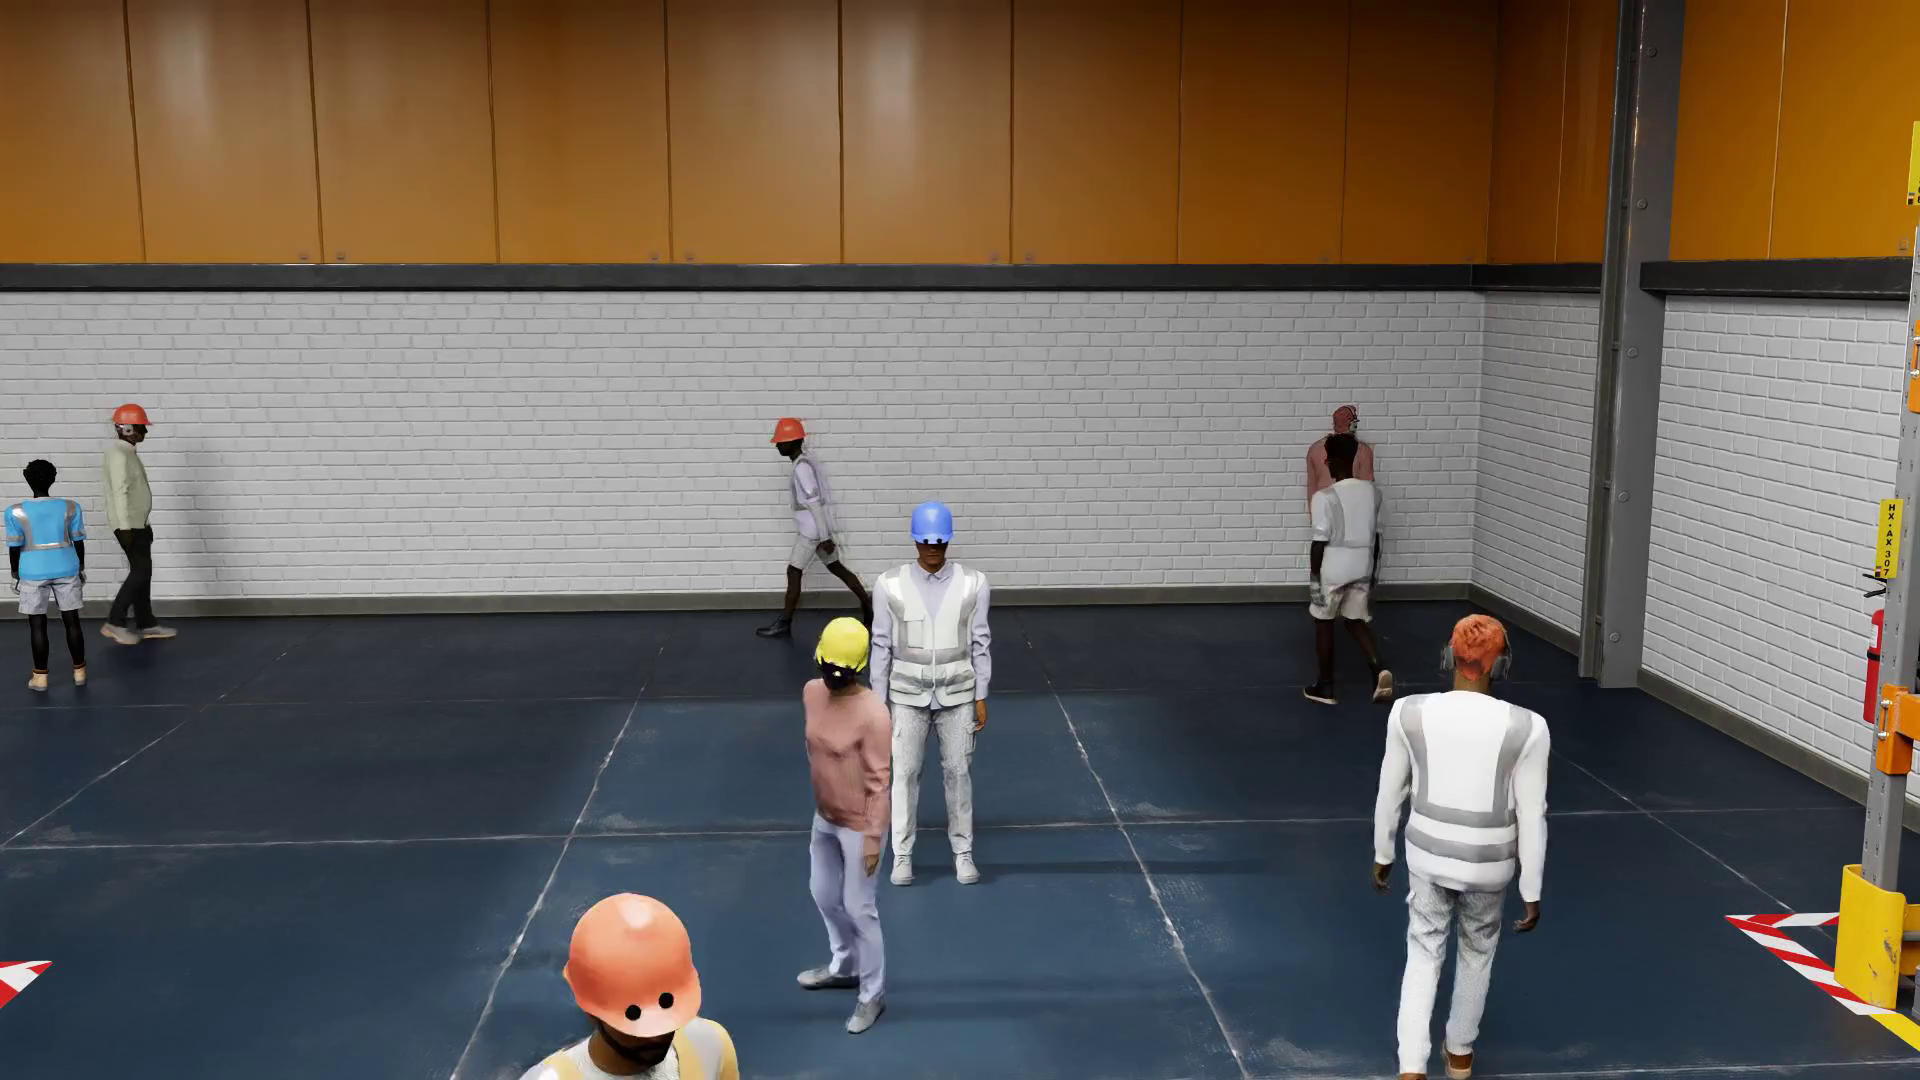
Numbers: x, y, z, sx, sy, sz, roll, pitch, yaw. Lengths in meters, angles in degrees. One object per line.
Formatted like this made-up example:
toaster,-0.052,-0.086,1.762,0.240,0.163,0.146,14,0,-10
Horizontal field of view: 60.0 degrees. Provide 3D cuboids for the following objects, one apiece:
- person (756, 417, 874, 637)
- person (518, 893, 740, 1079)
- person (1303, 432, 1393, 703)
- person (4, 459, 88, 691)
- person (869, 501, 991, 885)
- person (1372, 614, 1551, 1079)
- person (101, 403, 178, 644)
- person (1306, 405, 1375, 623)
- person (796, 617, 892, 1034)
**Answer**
person,-1.159,-0.107,13.972,1.052,1.874,0.591,0,9,-1
person,-0.613,1.584,3.294,0.971,1.877,0.571,7,11,37
person,2.722,0.221,11.629,0.623,1.943,0.663,-4,10,-23
person,-6.683,0.254,12.197,0.540,1.696,0.316,-8,12,-41
person,-0.145,0.762,8.251,0.606,1.938,0.409,-1,9,-4
person,1.823,1.162,6.076,0.622,1.837,0.765,4,10,24
person,-6.812,-0.133,13.712,0.435,1.987,0.655,-3,9,-16
person,3.346,-0.222,14.527,0.638,1.910,0.407,8,12,40
person,-0.464,1.121,6.671,0.447,1.721,0.622,-8,12,-40
